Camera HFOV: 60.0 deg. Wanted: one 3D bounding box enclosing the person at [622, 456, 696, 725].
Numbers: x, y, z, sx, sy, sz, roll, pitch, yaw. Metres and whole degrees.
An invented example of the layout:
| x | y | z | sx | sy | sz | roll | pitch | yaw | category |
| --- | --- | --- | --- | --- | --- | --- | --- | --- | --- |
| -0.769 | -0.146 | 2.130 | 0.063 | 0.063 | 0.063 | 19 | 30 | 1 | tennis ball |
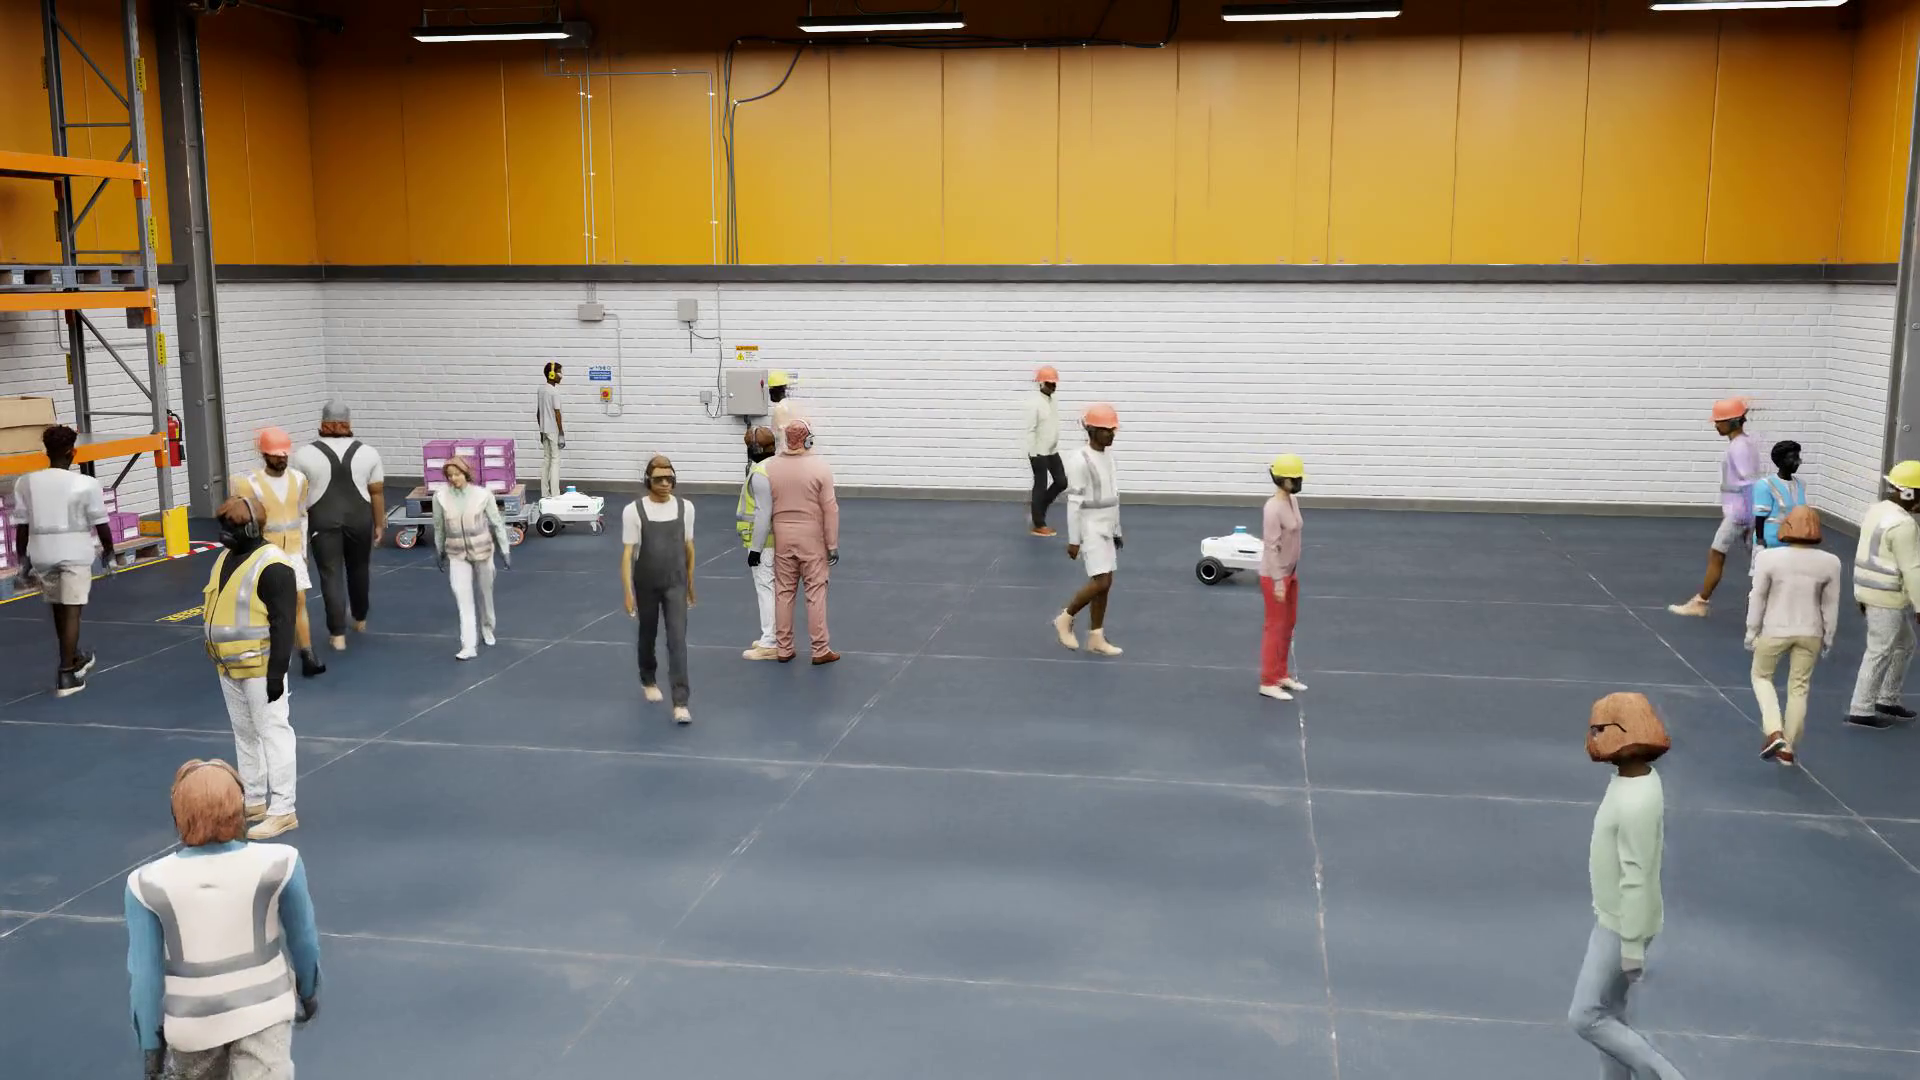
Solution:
| x | y | z | sx | sy | sz | roll | pitch | yaw | category |
| --- | --- | --- | --- | --- | --- | --- | --- | --- | --- |
| -2.056 | 0.313 | 11.400 | 0.521 | 1.796 | 0.995 | -4 | 10 | -21 | person |

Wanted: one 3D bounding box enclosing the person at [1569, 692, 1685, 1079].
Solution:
| x | y | z | sx | sy | sz | roll | pitch | yaw | category |
| --- | --- | --- | --- | --- | --- | --- | --- | --- | --- |
| 2.307 | 1.321 | 5.696 | 0.424 | 1.606 | 0.502 | 4 | 10 | 22 | person |

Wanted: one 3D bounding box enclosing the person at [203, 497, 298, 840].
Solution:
| x | y | z | sx | sy | sz | roll | pitch | yaw | category |
| --- | --- | --- | --- | --- | --- | --- | --- | --- | --- |
| -3.826 | 0.680 | 8.969 | 0.624 | 1.844 | 0.429 | 7 | 11 | 37 | person |

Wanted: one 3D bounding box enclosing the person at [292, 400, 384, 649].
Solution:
| x | y | z | sx | sy | sz | roll | pitch | yaw | category |
| --- | --- | --- | --- | --- | --- | --- | --- | --- | --- |
| -5.118 | -0.178 | 13.675 | 0.693 | 2.000 | 1.004 | -5 | 10 | -29 | person |

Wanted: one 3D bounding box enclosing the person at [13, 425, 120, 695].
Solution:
| x | y | z | sx | sy | sz | roll | pitch | yaw | category |
| --- | --- | --- | --- | --- | --- | --- | --- | --- | --- |
| -6.515 | 0.116 | 12.200 | 0.631 | 1.919 | 0.939 | -1 | 9 | -3 | person |

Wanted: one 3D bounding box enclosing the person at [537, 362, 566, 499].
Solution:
| x | y | z | sx | sy | sz | roll | pitch | yaw | category |
| --- | --- | --- | --- | --- | --- | --- | --- | --- | --- |
| -5.316 | -1.384 | 21.705 | 0.319 | 1.863 | 0.532 | -9 | 13 | -43 | person |

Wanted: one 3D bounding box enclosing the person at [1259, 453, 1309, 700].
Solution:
| x | y | z | sx | sy | sz | roll | pitch | yaw | category |
| --- | --- | --- | --- | --- | --- | --- | --- | --- | --- |
| 2.308 | 0.252 | 11.871 | 0.321 | 1.766 | 0.554 | 5 | 10 | 29 | person |

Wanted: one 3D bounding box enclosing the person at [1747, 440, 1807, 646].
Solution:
| x | y | z | sx | sy | sz | roll | pitch | yaw | category |
| --- | --- | --- | --- | --- | --- | --- | --- | --- | --- |
| 6.587 | 0.039 | 13.385 | 0.530 | 1.697 | 0.321 | -4 | 10 | -24 | person |

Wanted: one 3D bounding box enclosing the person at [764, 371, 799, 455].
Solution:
| x | y | z | sx | sy | sz | roll | pitch | yaw | category |
| --- | --- | --- | --- | --- | --- | --- | --- | --- | --- |
| -2.096 | -0.972 | 19.007 | 0.729 | 1.897 | 0.630 | 1 | 9 | 8 | person |

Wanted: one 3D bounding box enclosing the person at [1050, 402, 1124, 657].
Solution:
| x | y | z | sx | sy | sz | roll | pitch | yaw | category |
| --- | --- | --- | --- | --- | --- | --- | --- | --- | --- |
| 1.061 | -0.075 | 13.084 | 0.473 | 2.031 | 0.608 | 6 | 11 | 31 | person |

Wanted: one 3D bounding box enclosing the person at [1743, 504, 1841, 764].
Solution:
| x | y | z | sx | sy | sz | roll | pitch | yaw | category |
| --- | --- | --- | --- | --- | --- | --- | --- | --- | --- |
| 5.097 | 0.585 | 10.211 | 0.520 | 1.622 | 0.362 | 2 | 9 | 12 | person |

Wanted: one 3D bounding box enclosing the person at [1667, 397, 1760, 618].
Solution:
| x | y | z | sx | sy | sz | roll | pitch | yaw | category |
| --- | --- | --- | --- | --- | --- | --- | --- | --- | --- |
| 6.758 | -0.241 | 14.301 | 1.068 | 1.977 | 0.625 | 6 | 11 | 33 | person |

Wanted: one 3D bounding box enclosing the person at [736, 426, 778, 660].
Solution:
| x | y | z | sx | sy | sz | roll | pitch | yaw | category |
| --- | --- | --- | --- | --- | --- | --- | --- | --- | --- |
| -1.540 | 0.020 | 13.082 | 0.429 | 1.837 | 0.621 | 1 | 9 | 9 | person |

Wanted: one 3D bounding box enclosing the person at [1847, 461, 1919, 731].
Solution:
| x | y | z | sx | sy | sz | roll | pitch | yaw | category |
| --- | --- | --- | --- | --- | --- | --- | --- | --- | --- |
| 6.207 | 0.378 | 10.962 | 0.602 | 1.799 | 0.612 | 2 | 9 | 15 | person |

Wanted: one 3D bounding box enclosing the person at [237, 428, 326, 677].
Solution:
| x | y | z | sx | sy | sz | roll | pitch | yaw | category |
| --- | --- | --- | --- | --- | --- | --- | --- | --- | --- |
| -5.147 | 0.089 | 12.533 | 1.011 | 1.874 | 0.563 | 9 | 13 | 43 | person |

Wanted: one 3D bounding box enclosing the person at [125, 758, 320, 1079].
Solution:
| x | y | z | sx | sy | sz | roll | pitch | yaw | category |
| --- | --- | --- | --- | --- | --- | --- | --- | --- | --- |
| -2.192 | 1.441 | 4.996 | 0.508 | 1.594 | 0.875 | -3 | 10 | -18 | person |

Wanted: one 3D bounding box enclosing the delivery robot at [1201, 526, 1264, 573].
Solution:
| x | y | z | sx | sy | sz | roll | pitch | yaw | category |
| --- | --- | --- | --- | --- | --- | --- | --- | --- | --- |
| 2.724 | 0.112 | 16.183 | 0.707 | 0.478 | 0.477 | 4 | 10 | 25 | delivery robot |

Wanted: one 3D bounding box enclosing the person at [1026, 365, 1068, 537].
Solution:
| x | y | z | sx | sy | sz | roll | pitch | yaw | category |
| --- | --- | --- | --- | --- | --- | --- | --- | --- | --- |
| 0.984 | -1.016 | 19.056 | 0.439 | 1.974 | 0.650 | 6 | 11 | 34 | person |

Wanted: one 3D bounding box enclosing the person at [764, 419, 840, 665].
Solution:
| x | y | z | sx | sy | sz | roll | pitch | yaw | category |
| --- | --- | --- | --- | --- | --- | --- | --- | --- | --- |
| -1.222 | 0.015 | 12.886 | 0.638 | 1.910 | 0.406 | 3 | 10 | 19 | person |

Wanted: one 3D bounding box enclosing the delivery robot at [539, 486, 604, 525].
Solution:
| x | y | z | sx | sy | sz | roll | pitch | yaw | category |
| --- | --- | --- | --- | --- | --- | --- | --- | --- | --- |
| -4.485 | -0.377 | 19.214 | 0.707 | 0.478 | 0.477 | -1 | 9 | -4 | delivery robot |

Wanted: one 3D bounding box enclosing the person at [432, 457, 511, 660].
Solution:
| x | y | z | sx | sy | sz | roll | pitch | yaw | category |
| --- | --- | --- | --- | --- | --- | --- | --- | --- | --- |
| -3.868 | 0.121 | 13.223 | 0.603 | 1.581 | 0.879 | -1 | 9 | -5 | person |
